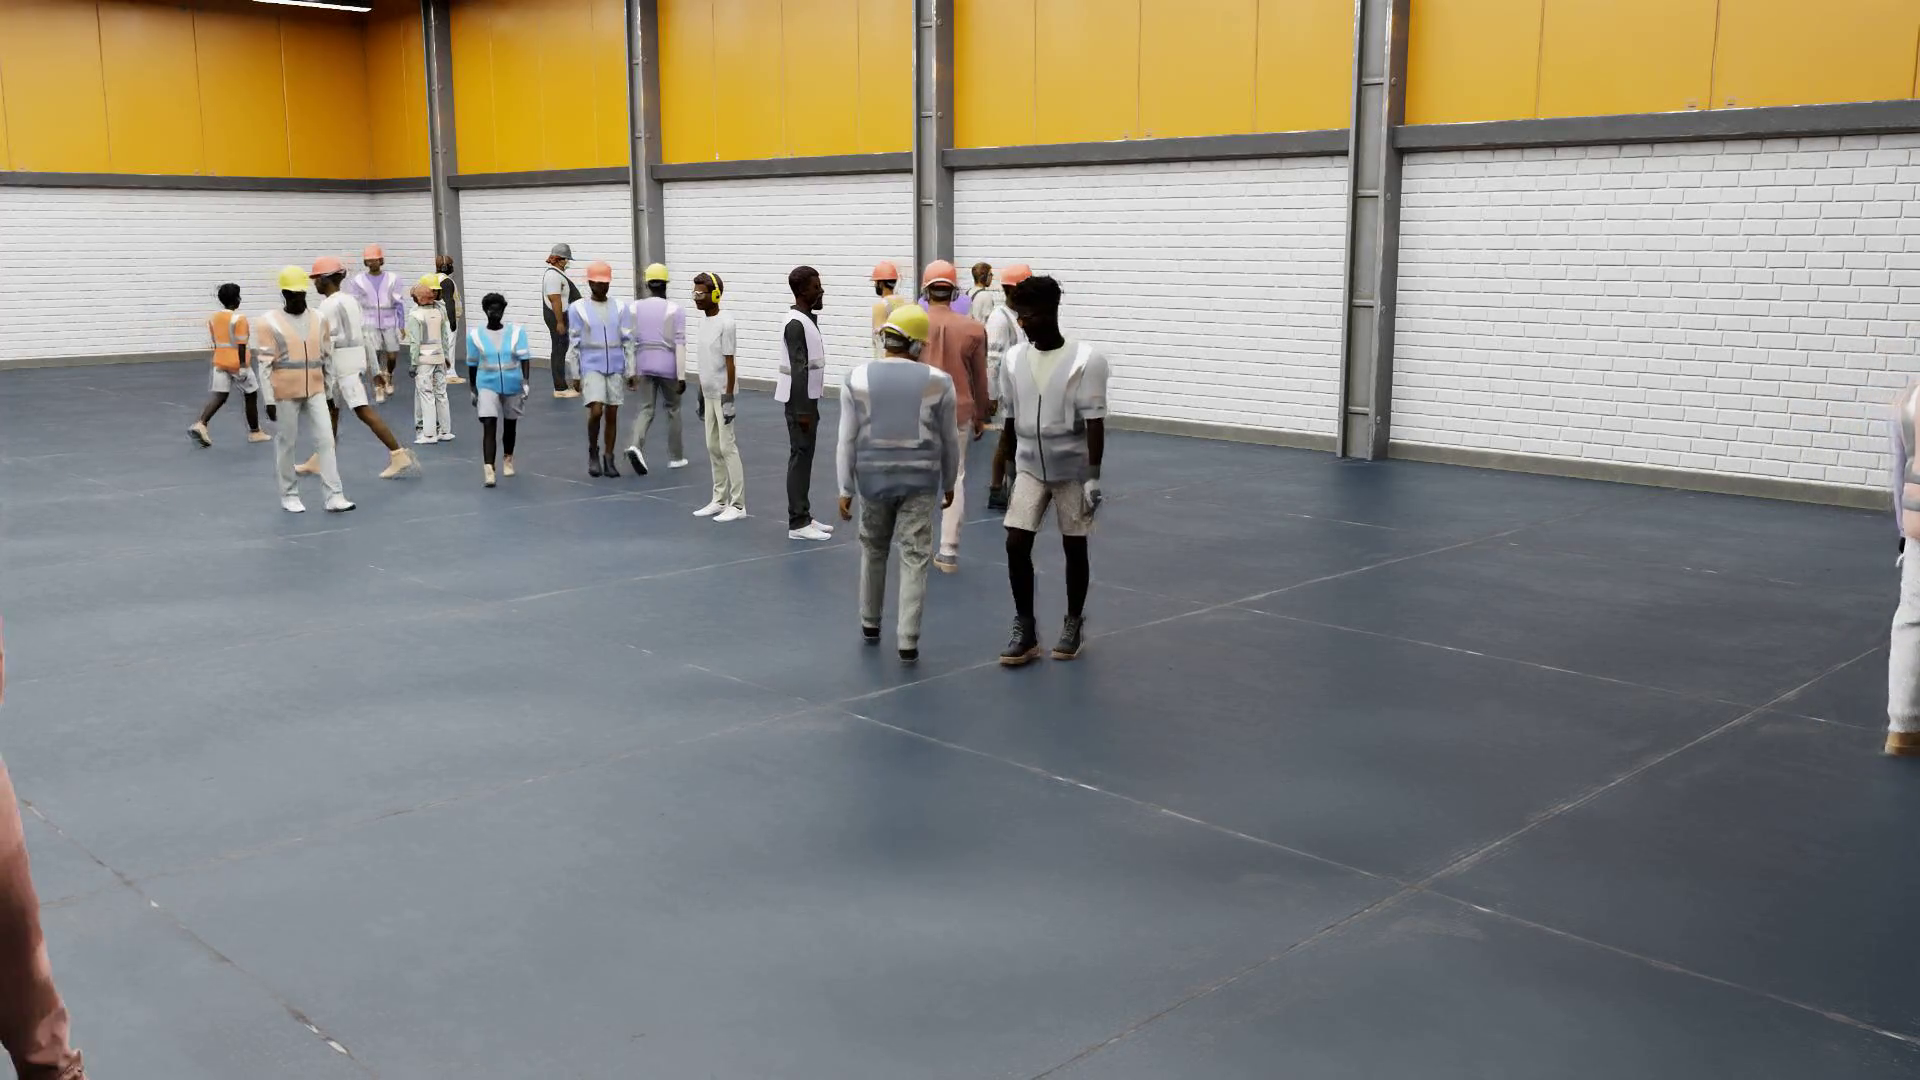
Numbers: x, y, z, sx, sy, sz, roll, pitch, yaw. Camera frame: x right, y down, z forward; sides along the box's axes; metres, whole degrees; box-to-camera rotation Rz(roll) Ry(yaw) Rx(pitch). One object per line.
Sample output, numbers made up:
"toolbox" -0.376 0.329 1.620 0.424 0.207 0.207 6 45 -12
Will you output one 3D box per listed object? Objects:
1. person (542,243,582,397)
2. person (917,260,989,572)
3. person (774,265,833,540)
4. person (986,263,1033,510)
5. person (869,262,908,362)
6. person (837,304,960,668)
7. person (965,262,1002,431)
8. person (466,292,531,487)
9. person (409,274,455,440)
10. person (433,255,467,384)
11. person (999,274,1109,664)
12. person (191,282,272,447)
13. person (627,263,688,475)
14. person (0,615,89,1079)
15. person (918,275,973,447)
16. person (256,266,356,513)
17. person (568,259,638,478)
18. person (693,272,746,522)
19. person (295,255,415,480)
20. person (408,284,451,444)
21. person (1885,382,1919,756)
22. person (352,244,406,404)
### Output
"person" -5.241 -2.913 22.030 0.535 2.000 0.674 -2 11 -12
"person" -0.140 -0.798 10.781 0.653 1.930 0.849 -2 11 -9
"person" -1.106 -0.967 11.743 0.392 1.922 0.591 0 10 -1
"person" 0.443 -1.160 12.790 0.580 1.915 0.564 4 11 21
"person" -0.659 -1.698 15.841 1.019 1.883 0.559 7 12 33
"person" -0.306 -0.293 8.458 0.603 1.779 0.857 0 10 2
"person" 0.230 -2.106 18.162 0.332 1.844 0.514 -6 12 -31
"person" -3.989 -1.322 14.412 0.534 1.648 0.899 -4 11 -20
"person" -5.499 -1.896 17.323 0.337 1.733 0.480 5 11 25
"person" -7.407 -3.179 24.025 0.429 1.843 0.632 -8 13 -36
"person" 0.436 -0.326 8.193 0.643 1.932 0.717 5 12 26
"person" -7.445 -1.776 16.870 0.531 1.667 0.826 5 12 27
"person" -2.757 -1.543 14.991 0.583 1.888 0.872 2 11 13
"person" -2.337 0.532 3.718 0.921 1.868 0.648 6 12 31
"person" -0.144 -1.814 16.562 0.563 1.847 0.389 -2 11 -10
"person" -4.972 -1.119 12.641 0.879 1.889 0.627 9 14 41
"person" -3.127 -1.491 14.620 0.550 1.922 0.418 -6 12 -29
"person" -1.820 -1.068 12.468 0.326 1.863 0.524 -8 13 -36
"person" -5.363 -1.510 14.617 1.174 1.973 0.623 0 10 0
"person" -5.452 -1.797 17.048 0.311 1.636 0.523 4 11 20
"person" 4.168 -0.015 6.827 0.788 1.815 0.650 -5 11 -25
"person" -7.425 -2.769 21.271 0.612 2.027 0.727 -4 11 -20
